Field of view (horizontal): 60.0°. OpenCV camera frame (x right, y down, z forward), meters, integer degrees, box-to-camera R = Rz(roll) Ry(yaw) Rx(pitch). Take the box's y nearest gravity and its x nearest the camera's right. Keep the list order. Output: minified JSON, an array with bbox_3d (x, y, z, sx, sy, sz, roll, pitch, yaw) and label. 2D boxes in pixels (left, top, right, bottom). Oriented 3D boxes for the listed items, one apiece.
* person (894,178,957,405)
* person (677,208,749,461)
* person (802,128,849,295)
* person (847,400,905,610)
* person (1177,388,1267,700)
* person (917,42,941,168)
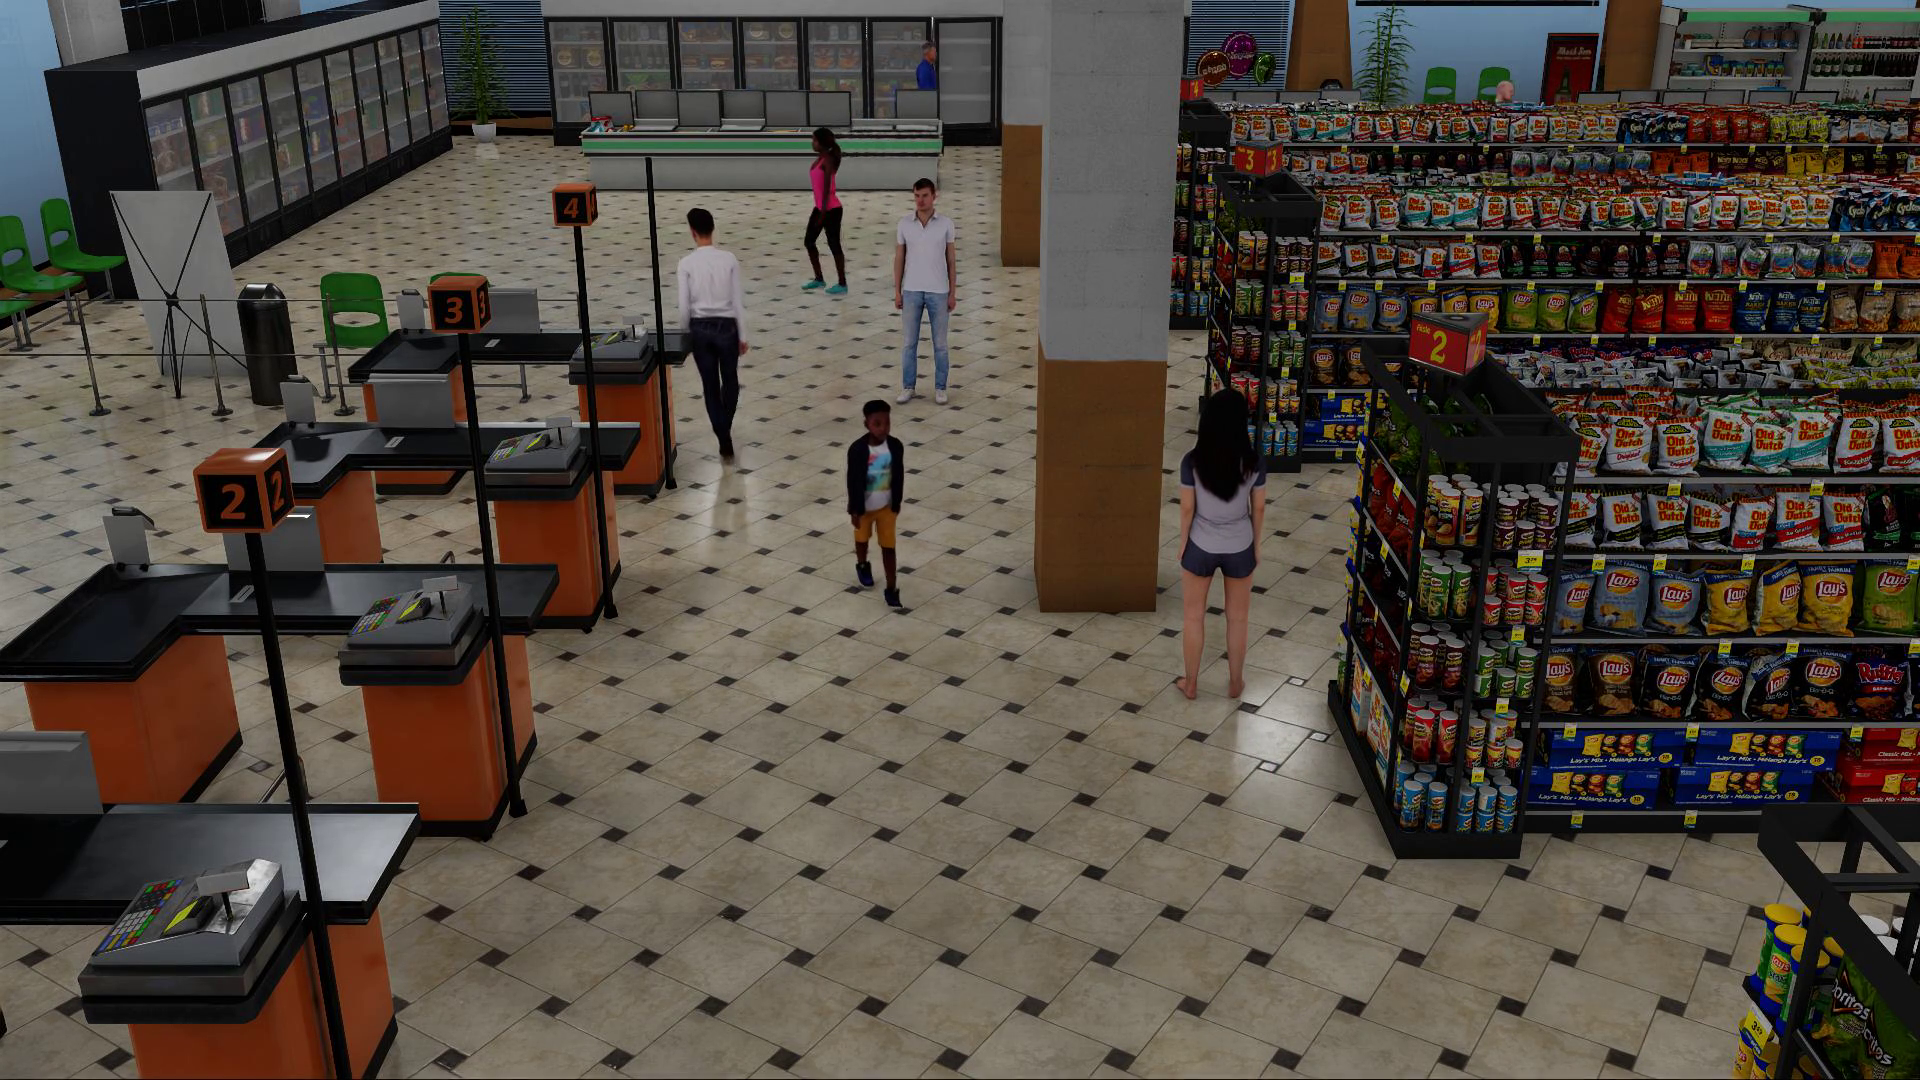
[{"bbox_3d":[-0.276,-2.033,13.619,0.505,1.850,0.737,2,22,6],"label":"person"},{"bbox_3d":[-1.808,-1.482,12.267,1.144,1.835,0.911,-5,22,-13],"label":"person"},{"bbox_3d":[-1.277,-3.374,17.148,0.780,1.707,0.688,-10,24,-23],"label":"person"},{"bbox_3d":[-0.536,-0.250,9.992,0.850,1.244,0.707,-6,23,-14],"label":"person"},{"bbox_3d":[1.348,0.029,8.679,0.462,1.706,0.649,1,22,1],"label":"person"},{"bbox_3d":[-0.567,-6.379,24.480,0.702,1.816,0.773,2,22,5],"label":"person"}]
